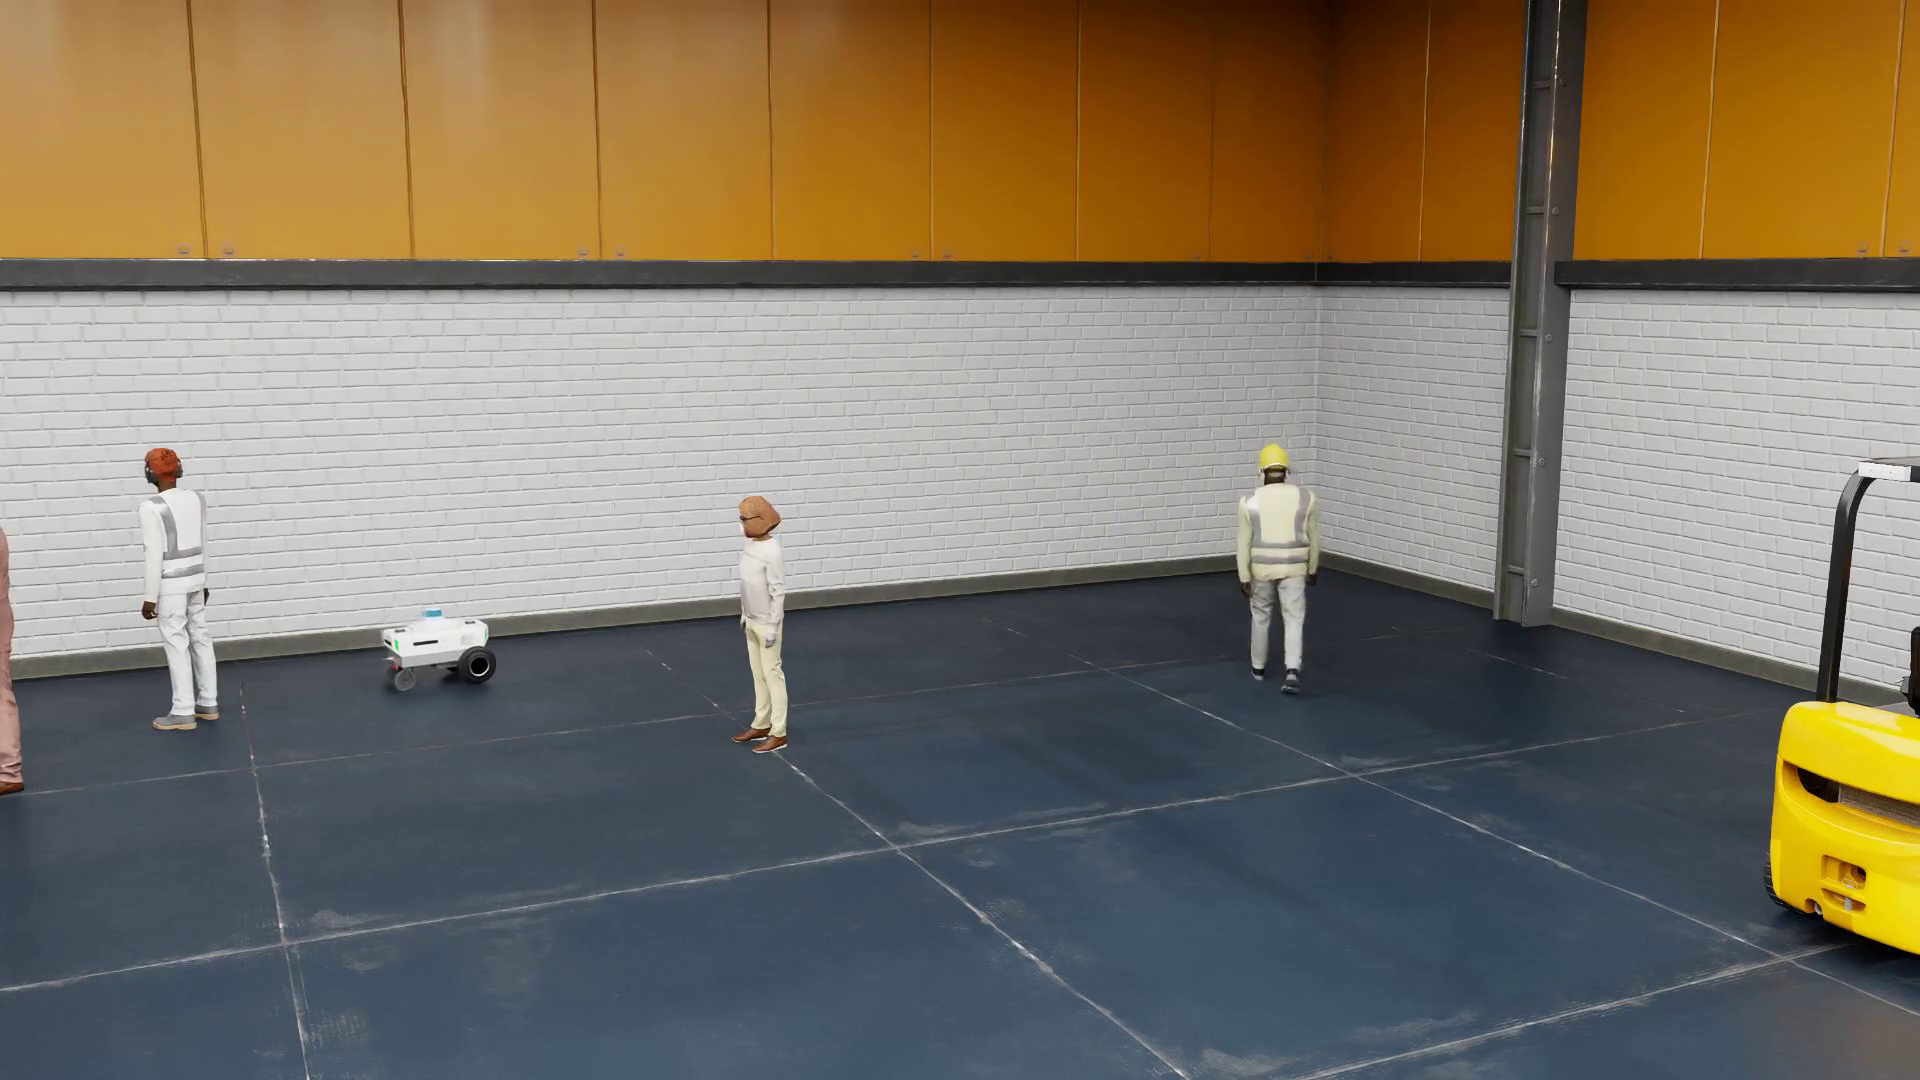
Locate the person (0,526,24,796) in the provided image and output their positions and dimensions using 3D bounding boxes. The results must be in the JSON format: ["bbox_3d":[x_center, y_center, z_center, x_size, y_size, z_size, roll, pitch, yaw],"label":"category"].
[{"bbox_3d":[-5.694,0.541,9.627,0.400,1.910,0.643,-6,11,-31],"label":"person"}]

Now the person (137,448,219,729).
[{"bbox_3d":[-5.212,0.321,11.065,0.352,1.883,0.576,2,9,15],"label":"person"}]

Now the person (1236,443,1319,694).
[{"bbox_3d":[2.305,0.197,12.083,0.597,1.804,0.839,2,9,10],"label":"person"}]

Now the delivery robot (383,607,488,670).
[{"bbox_3d":[-3.869,0.742,12.272,0.707,0.478,0.477,-6,11,-34],"label":"delivery robot"}]

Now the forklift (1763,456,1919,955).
[{"bbox_3d":[4.857,0.731,7.561,2.313,2.155,1.214,-4,10,-25],"label":"forklift"}]

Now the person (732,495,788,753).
[{"bbox_3d":[-1.267,0.526,10.565,0.278,1.633,0.498,-5,11,-29],"label":"person"}]
